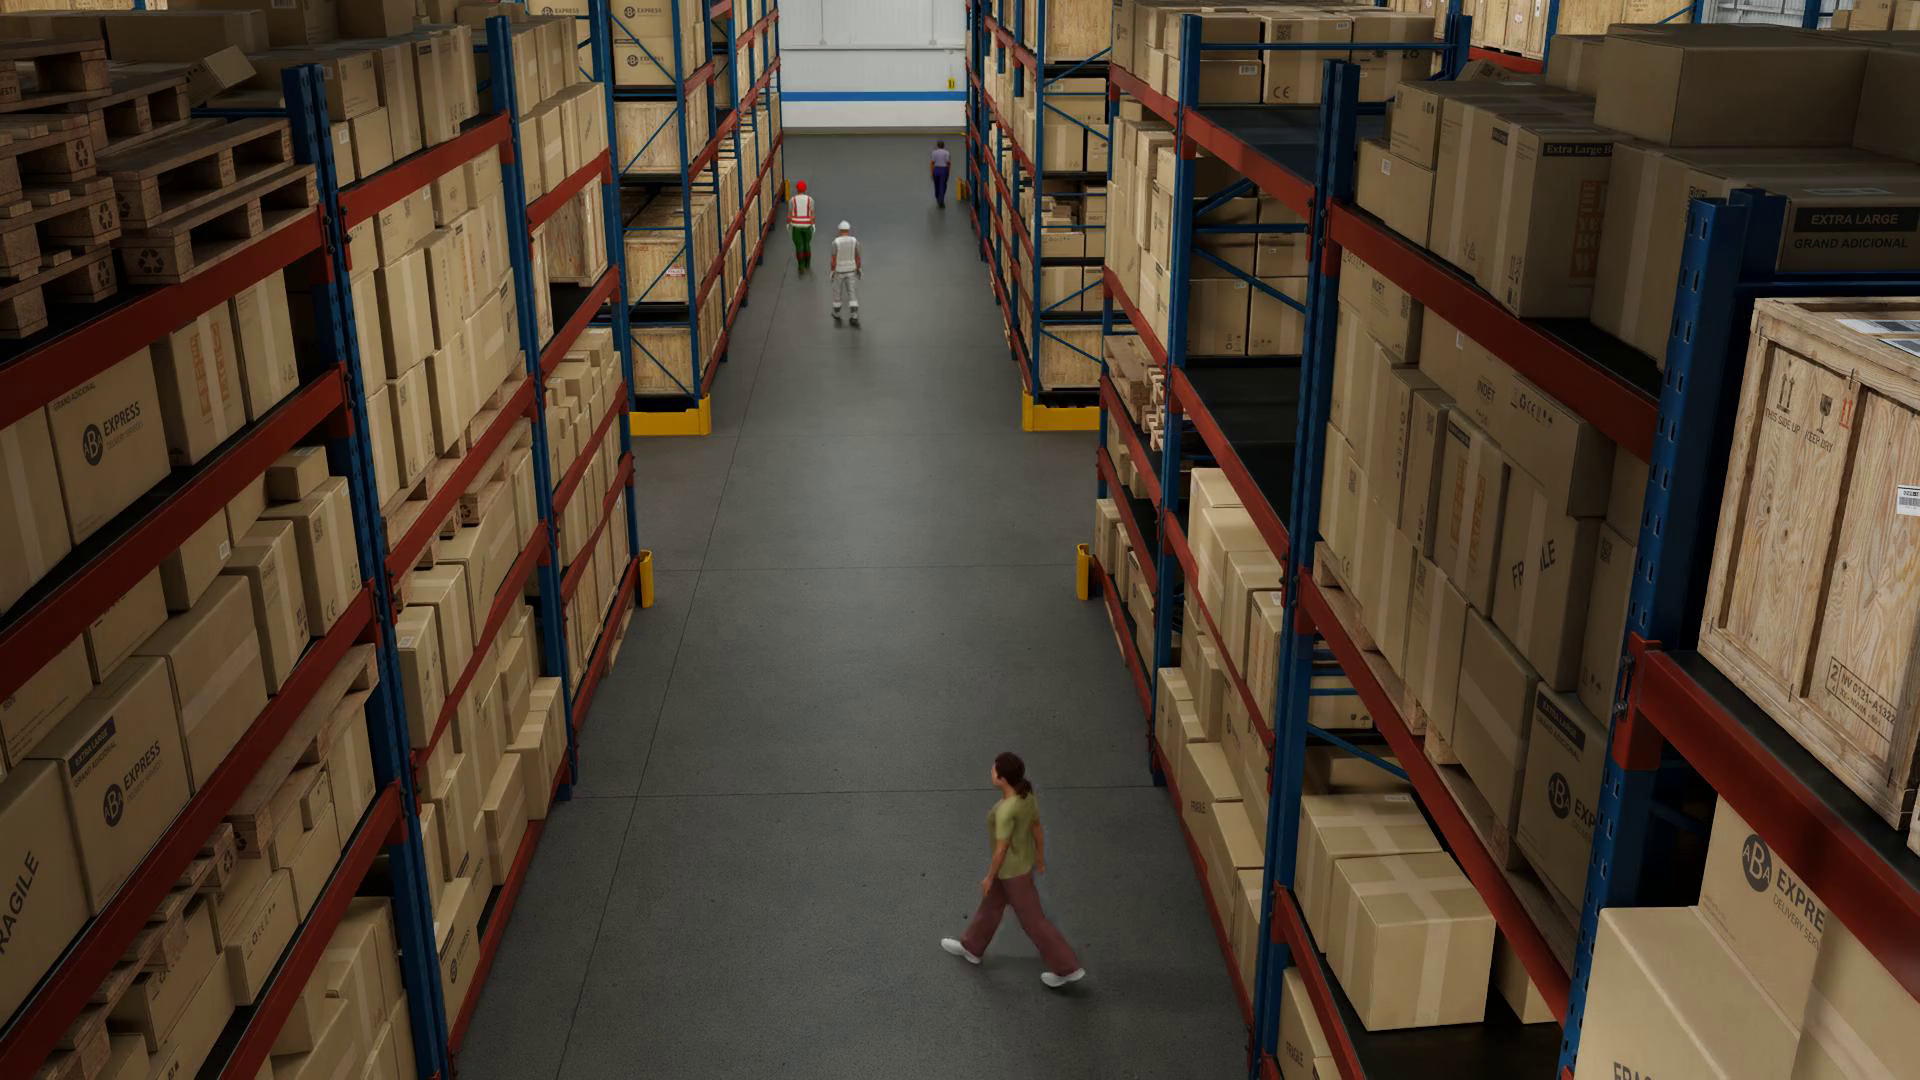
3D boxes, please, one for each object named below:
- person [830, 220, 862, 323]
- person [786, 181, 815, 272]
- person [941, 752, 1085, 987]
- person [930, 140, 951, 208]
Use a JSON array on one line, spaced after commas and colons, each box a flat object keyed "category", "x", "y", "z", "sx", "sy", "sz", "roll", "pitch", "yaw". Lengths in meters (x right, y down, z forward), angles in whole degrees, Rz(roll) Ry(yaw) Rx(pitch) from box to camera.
[{"category": "person", "x": -2.016, "y": -4.712, "z": 29.091, "sx": 0.585, "sy": 1.776, "sz": 0.809, "roll": -6, "pitch": 21, "yaw": -17}, {"category": "person", "x": -3.229, "y": -6.326, "z": 33.378, "sx": 0.555, "sy": 1.786, "sz": 0.656, "roll": -6, "pitch": 21, "yaw": -15}, {"category": "person", "x": 0.324, "y": 2.145, "z": 10.901, "sx": 1.008, "sy": 1.625, "sz": 0.463, "roll": 7, "pitch": 21, "yaw": 17}, {"category": "person", "x": -0.479, "y": -8.991, "z": 40.809, "sx": 0.477, "sy": 1.612, "sz": 0.924, "roll": 5, "pitch": 21, "yaw": 13}]
